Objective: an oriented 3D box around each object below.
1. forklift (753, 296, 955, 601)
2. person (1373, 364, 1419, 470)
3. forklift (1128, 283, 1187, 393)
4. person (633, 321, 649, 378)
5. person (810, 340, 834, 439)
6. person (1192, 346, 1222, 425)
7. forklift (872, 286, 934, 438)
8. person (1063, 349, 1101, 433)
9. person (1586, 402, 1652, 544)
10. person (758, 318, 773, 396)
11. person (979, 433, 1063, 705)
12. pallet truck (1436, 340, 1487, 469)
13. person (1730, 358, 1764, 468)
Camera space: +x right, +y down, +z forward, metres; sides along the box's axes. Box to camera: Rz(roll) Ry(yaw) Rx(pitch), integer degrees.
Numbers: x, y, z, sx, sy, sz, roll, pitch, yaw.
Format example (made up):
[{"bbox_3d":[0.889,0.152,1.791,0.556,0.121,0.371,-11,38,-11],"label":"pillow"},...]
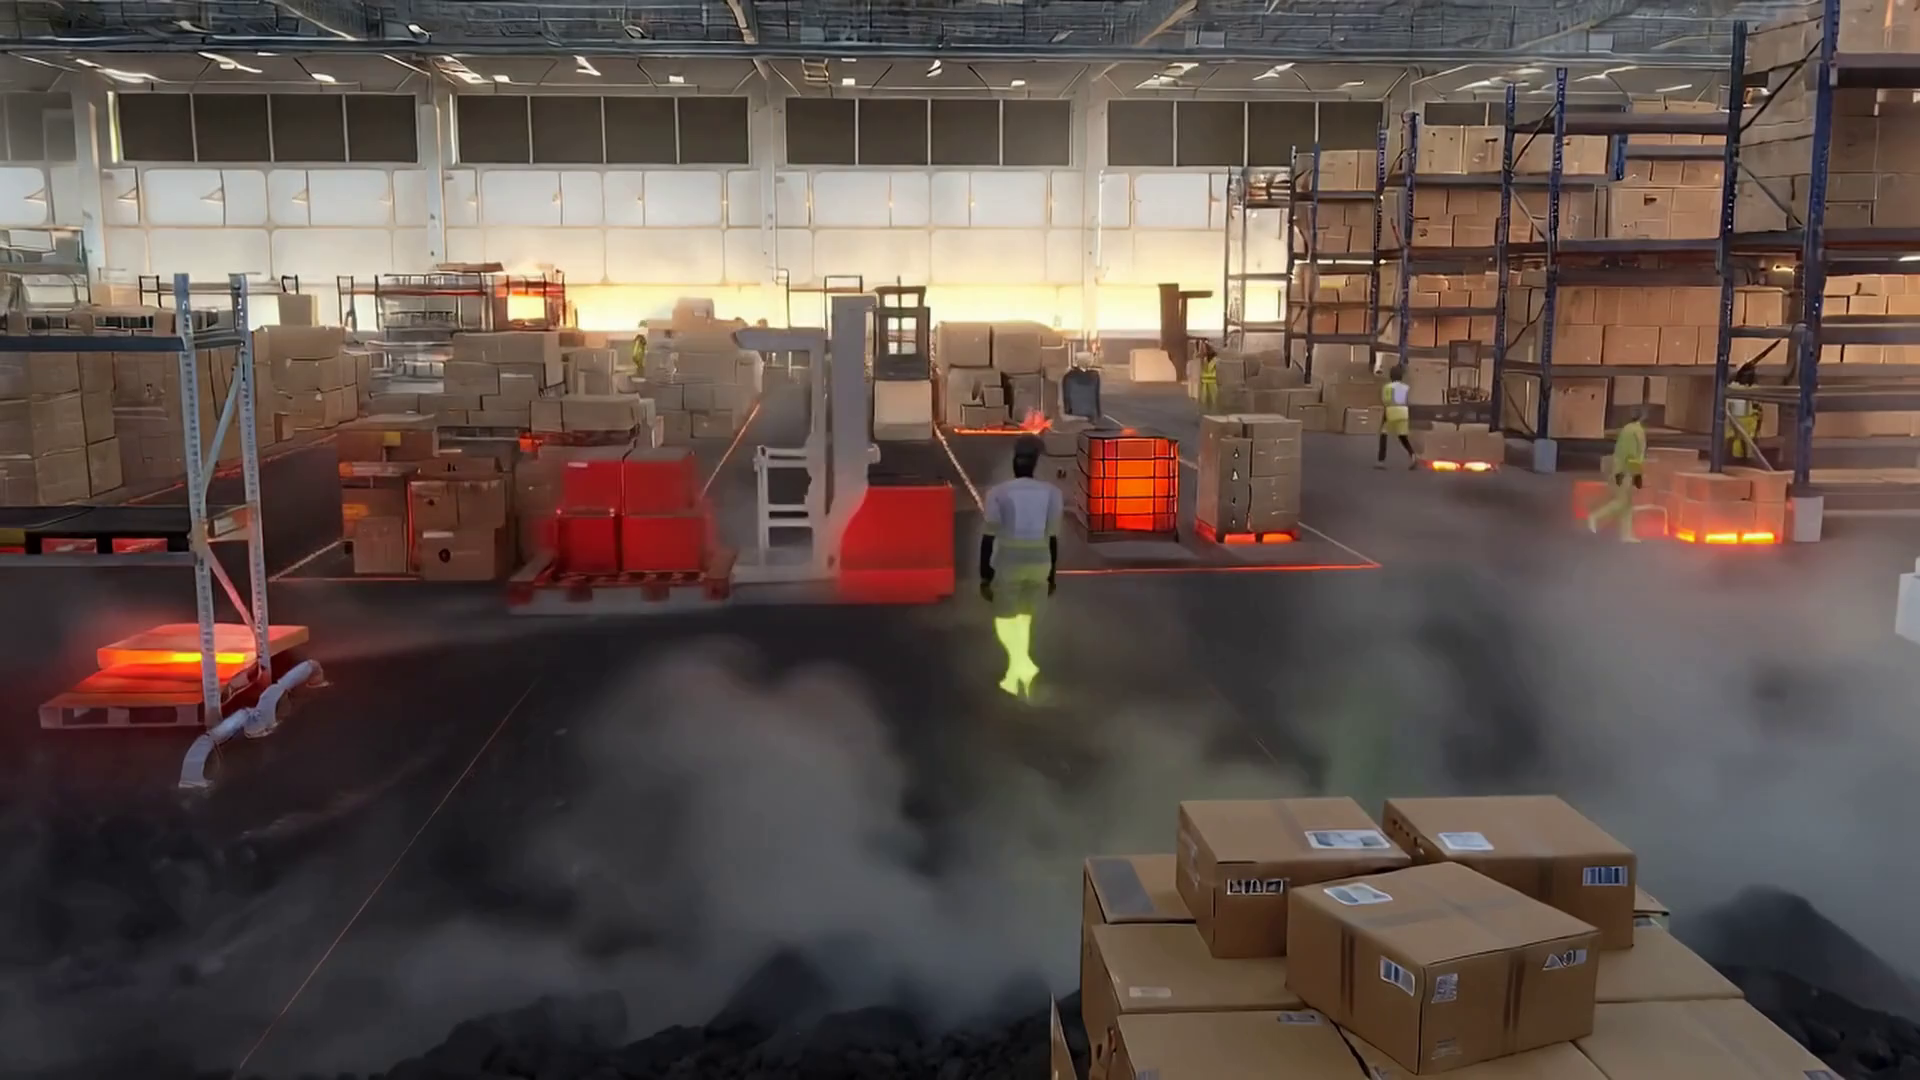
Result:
[{"bbox_3d":[-1.007,-0.896,15.654,1.873,2.768,1.129,-1,9,-4],"label":"forklift"},{"bbox_3d":[6.783,-1.900,25.770,0.517,1.658,0.773,-4,10,-23],"label":"person"},{"bbox_3d":[5.324,-5.183,42.572,1.873,2.768,1.129,-1,9,-4],"label":"forklift"},{"bbox_3d":[-7.665,-4.308,40.098,0.450,1.917,0.559,-5,10,-30],"label":"person"},{"bbox_3d":[-2.543,-2.774,30.699,0.430,1.844,0.624,-2,9,-9],"label":"person"},{"bbox_3d":[4.979,-3.093,33.412,0.538,1.600,0.776,8,12,40],"label":"person"},{"bbox_3d":[-1.084,-3.377,31.233,1.129,2.768,1.873,-1,9,-4],"label":"forklift"},{"bbox_3d":[1.805,-1.827,24.443,0.635,1.938,0.357,-6,11,-32],"label":"person"},{"bbox_3d":[7.471,-0.763,18.781,0.518,1.617,0.520,7,11,37],"label":"person"},{"bbox_3d":[-4.985,-4.587,41.762,0.926,1.939,0.630,9,13,44],"label":"person"},{"bbox_3d":[0.438,0.206,11.714,0.621,1.929,0.768,-3,10,-21],"label":"person"},{"bbox_3d":[8.004,-2.170,26.422,0.823,1.965,1.885,2,9,14],"label":"pallet truck"},{"bbox_3d":[10.327,-1.423,21.904,0.351,1.942,0.547,-1,9,-7],"label":"person"}]
